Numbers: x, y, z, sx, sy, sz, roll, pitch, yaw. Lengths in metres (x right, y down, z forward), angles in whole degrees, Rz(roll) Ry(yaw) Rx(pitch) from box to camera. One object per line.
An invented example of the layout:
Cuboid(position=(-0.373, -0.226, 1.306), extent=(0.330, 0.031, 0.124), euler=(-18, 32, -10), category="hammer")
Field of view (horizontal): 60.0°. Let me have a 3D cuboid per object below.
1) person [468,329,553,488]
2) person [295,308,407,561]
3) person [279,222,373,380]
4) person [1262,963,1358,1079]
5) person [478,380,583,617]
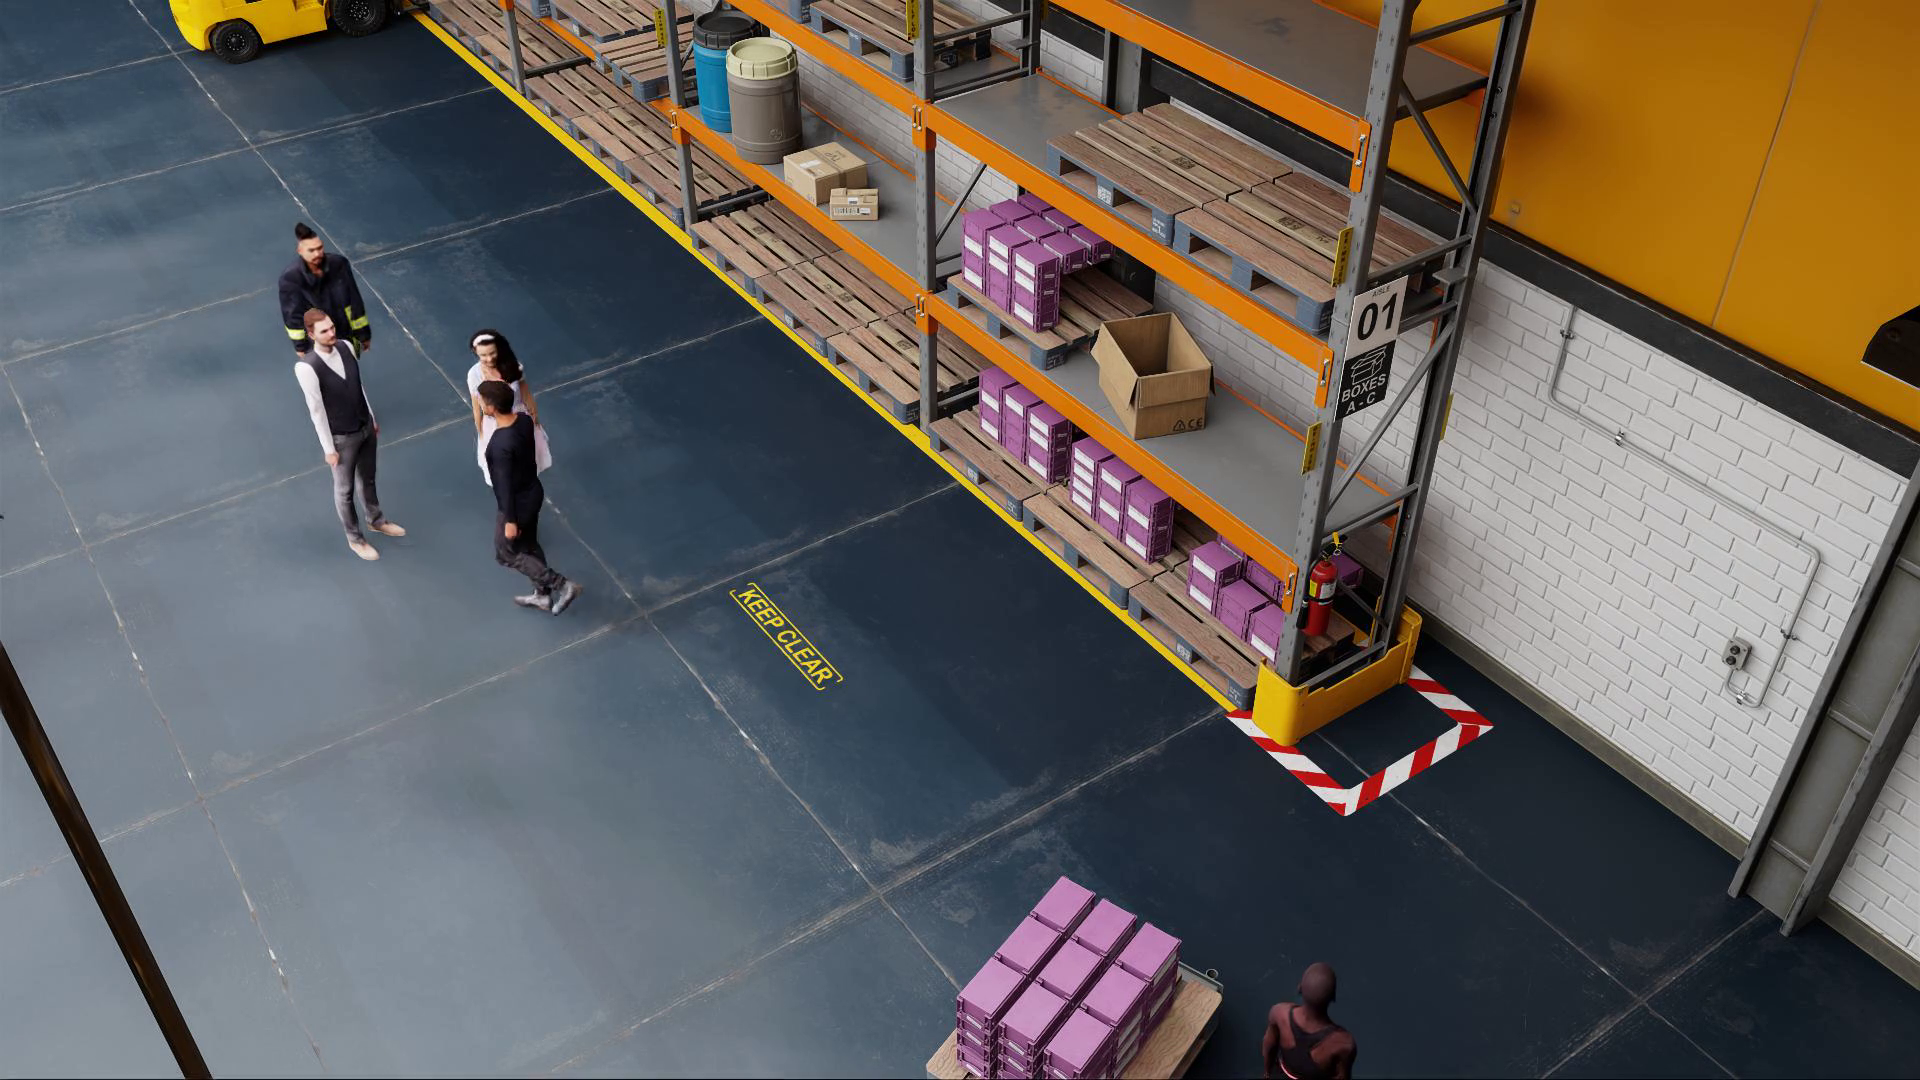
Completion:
Cuboid(position=(-3.166, -0.744, 11.674), extent=(0.709, 1.787, 0.934), euler=(-24, 44, -27), category="person")
Cuboid(position=(-4.280, -0.772, 11.588), extent=(0.738, 1.938, 0.745), euler=(16, 41, 19), category="person")
Cuboid(position=(-4.855, -1.628, 12.728), extent=(0.786, 1.852, 0.772), euler=(-30, 47, -32), category="person")
Cuboid(position=(1.495, 2.596, 7.520), extent=(0.667, 1.751, 0.776), euler=(22, 44, 25), category="person")
Cuboid(position=(-2.821, -0.228, 10.972), extent=(0.940, 1.856, 0.883), euler=(5, 39, 7), category="person")
